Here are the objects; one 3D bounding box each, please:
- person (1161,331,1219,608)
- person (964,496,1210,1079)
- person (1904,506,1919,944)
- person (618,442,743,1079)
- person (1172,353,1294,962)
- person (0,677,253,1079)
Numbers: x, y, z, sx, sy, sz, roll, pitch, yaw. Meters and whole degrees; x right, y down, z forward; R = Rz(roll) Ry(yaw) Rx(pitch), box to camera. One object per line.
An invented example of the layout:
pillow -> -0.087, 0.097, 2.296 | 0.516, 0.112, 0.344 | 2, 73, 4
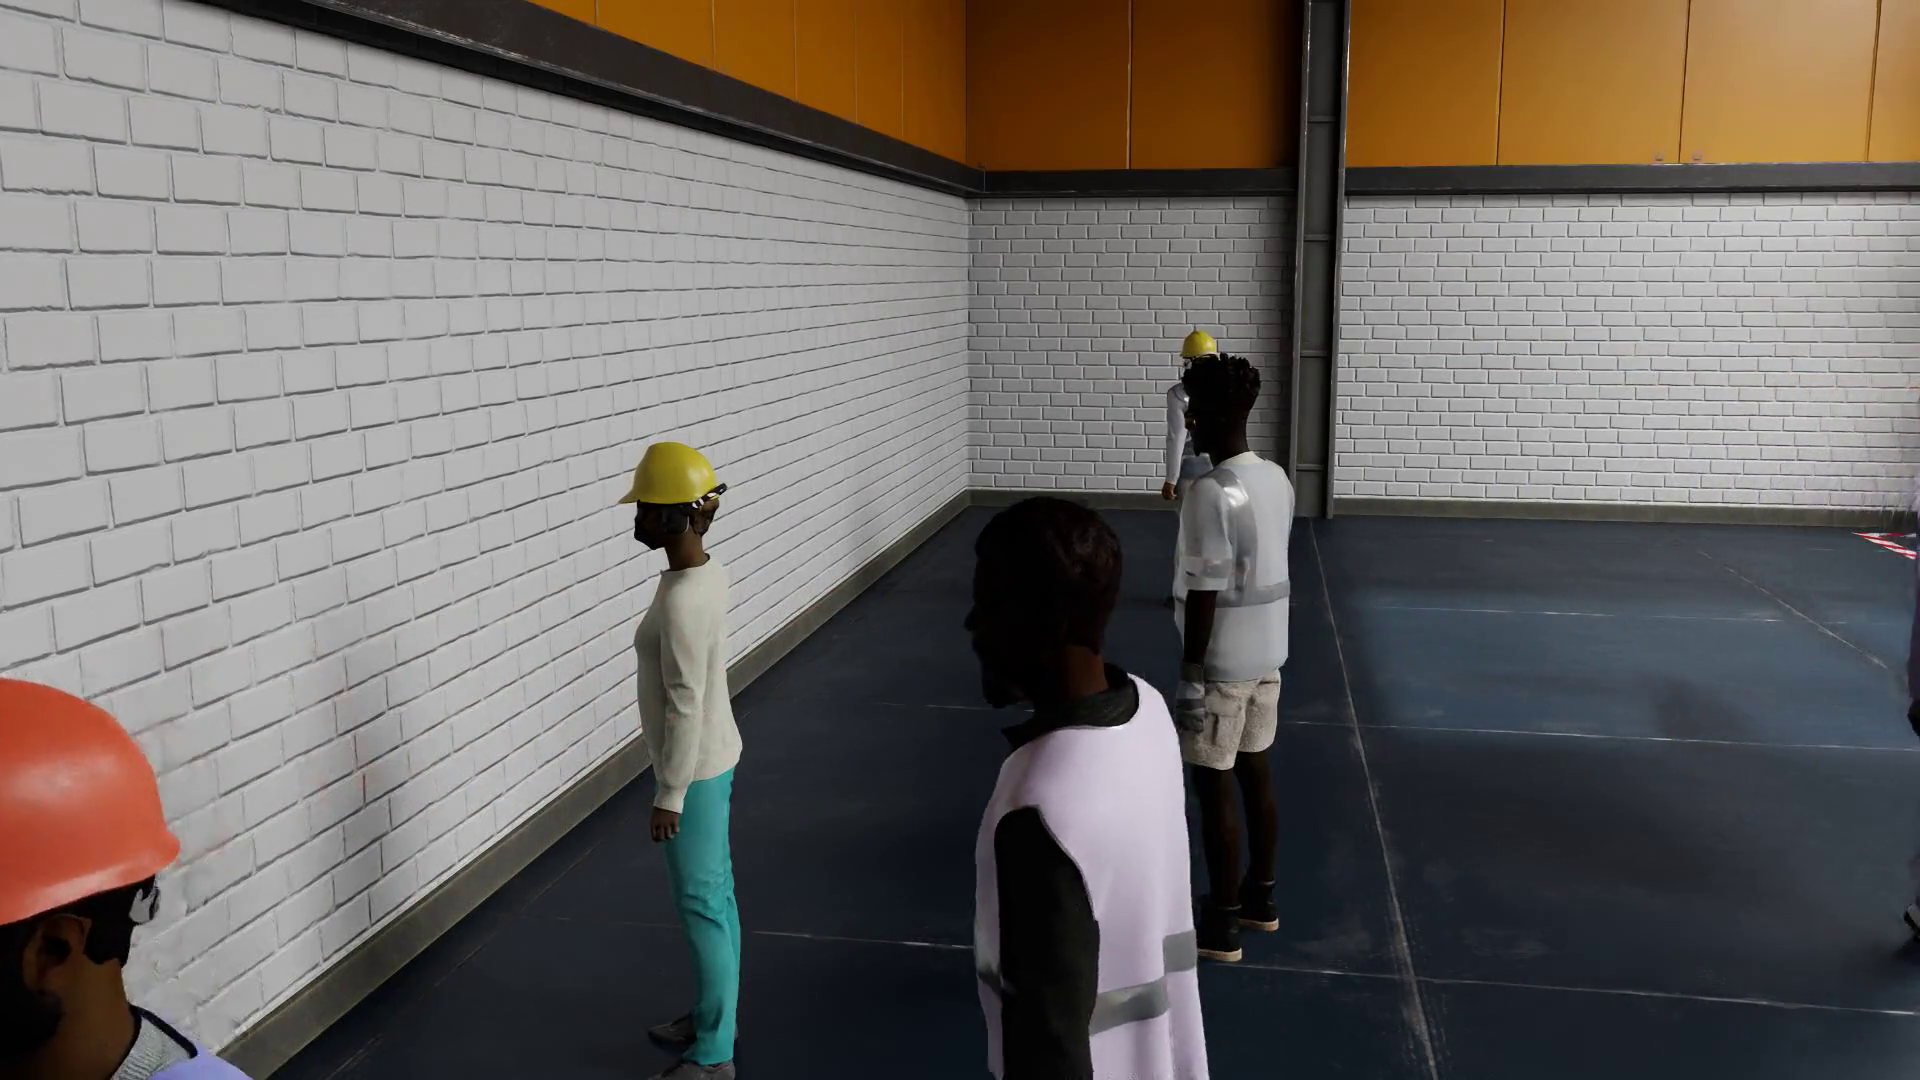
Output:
person -> 1.564, -0.453, 10.940 | 0.592, 1.833, 0.404 | -6, 11, -32
person -> 0.240, 0.868, 2.567 | 0.780, 1.894, 0.599 | 4, 10, 21
person -> 3.275, 0.437, 5.224 | 0.677, 1.889, 0.462 | -7, 12, -38
person -> -0.749, 0.616, 4.515 | 0.308, 1.769, 0.525 | 0, 9, -3
person -> 0.871, 0.374, 5.424 | 0.375, 1.958, 0.606 | 6, 11, 34
person -> -0.807, 1.046, 1.480 | 1.006, 1.878, 0.564 | -9, 13, -44
